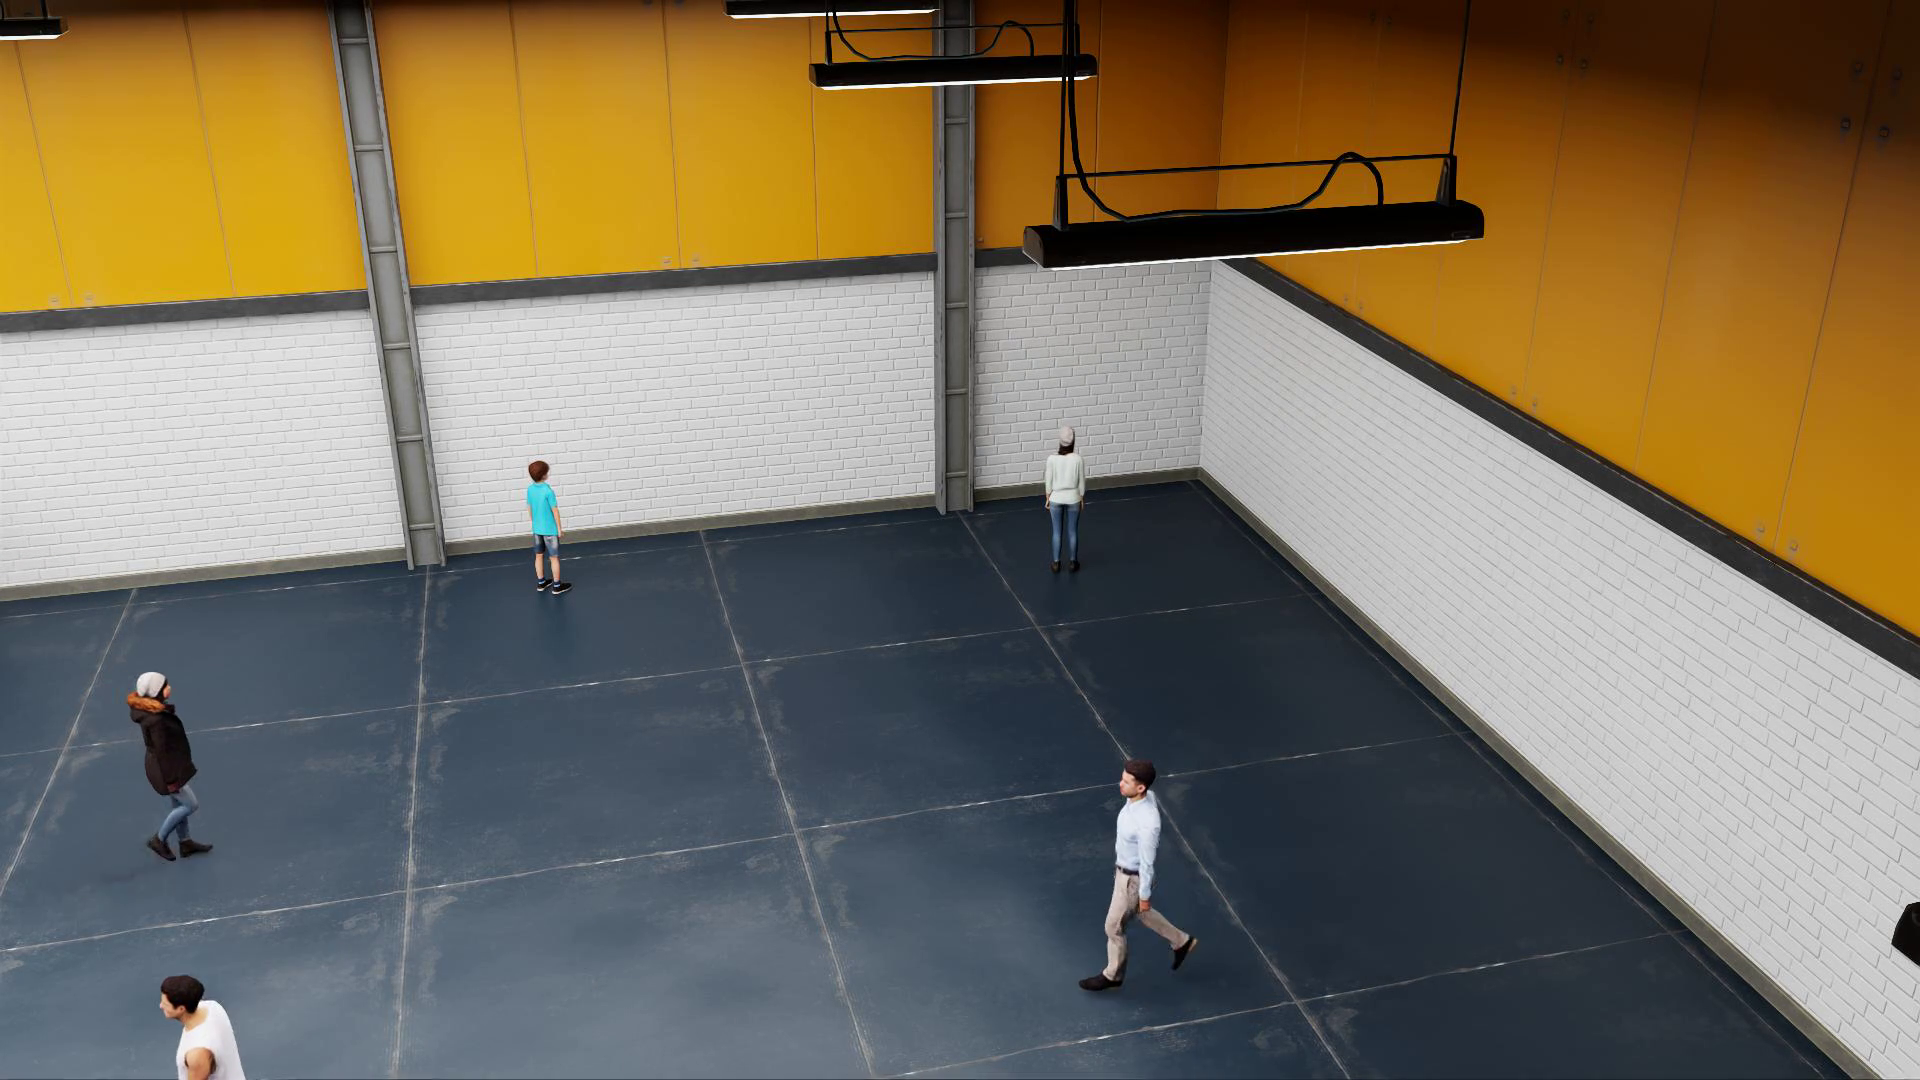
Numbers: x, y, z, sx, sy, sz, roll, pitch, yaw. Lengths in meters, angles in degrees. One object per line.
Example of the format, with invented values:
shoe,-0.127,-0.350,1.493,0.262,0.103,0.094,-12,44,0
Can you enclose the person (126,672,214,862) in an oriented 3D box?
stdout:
person,-6.156,1.766,12.790,0.735,1.629,0.695,-10,26,-22

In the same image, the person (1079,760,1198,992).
person,1.263,2.294,11.348,1.126,1.817,0.795,-1,24,-3

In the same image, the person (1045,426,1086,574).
person,1.131,-0.444,17.816,0.537,1.654,0.687,1,24,3

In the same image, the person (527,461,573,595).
person,-4.343,-0.146,17.389,0.580,1.449,0.650,11,26,24

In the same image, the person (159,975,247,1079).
person,-4.084,3.196,9.379,1.062,1.742,0.662,-6,24,-14
